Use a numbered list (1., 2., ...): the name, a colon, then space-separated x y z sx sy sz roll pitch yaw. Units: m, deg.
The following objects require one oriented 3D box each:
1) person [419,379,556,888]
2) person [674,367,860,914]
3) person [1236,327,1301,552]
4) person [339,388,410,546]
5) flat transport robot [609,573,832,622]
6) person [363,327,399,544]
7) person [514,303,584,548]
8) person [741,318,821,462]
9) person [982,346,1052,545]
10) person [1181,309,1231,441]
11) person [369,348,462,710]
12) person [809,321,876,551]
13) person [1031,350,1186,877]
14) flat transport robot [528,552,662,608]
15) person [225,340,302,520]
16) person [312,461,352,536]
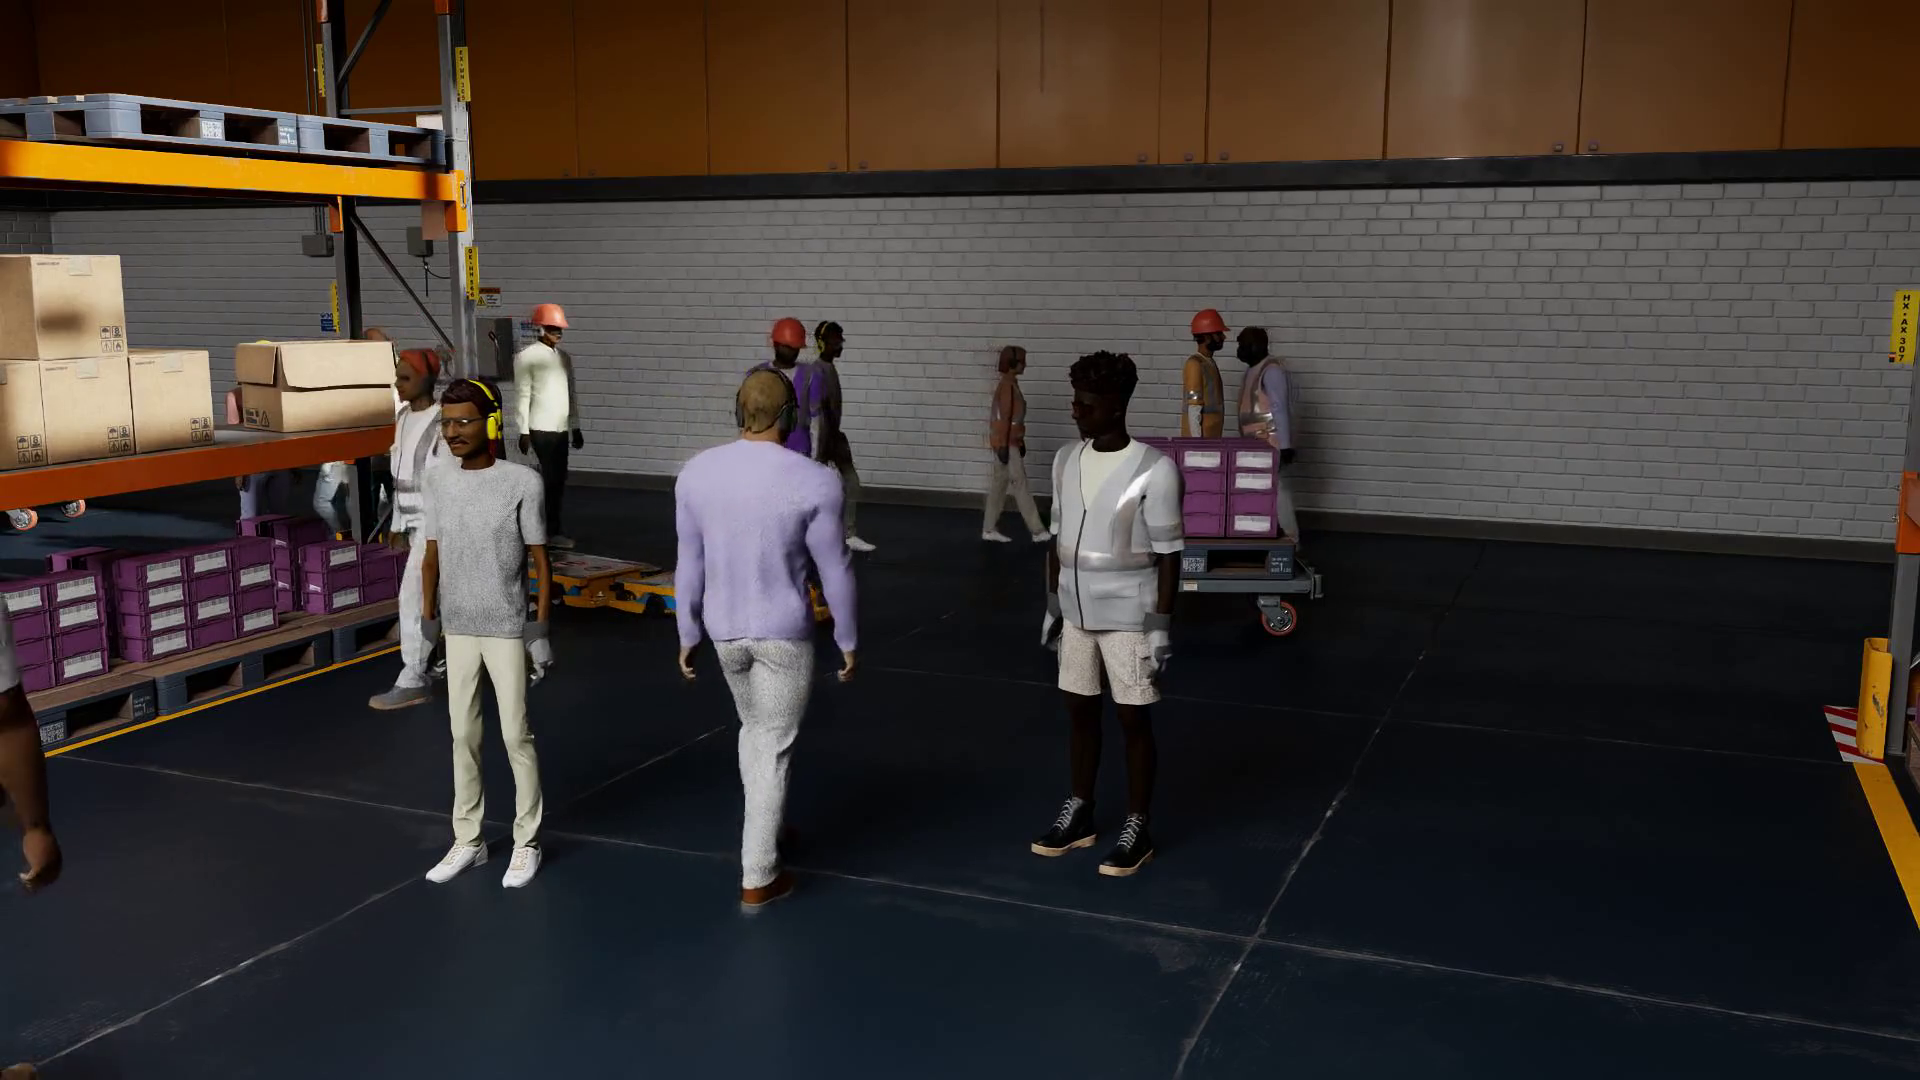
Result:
1. person: -1.740 0.346 6.082 0.539 1.864 0.313 2 10 12
2. person: -0.650 0.330 6.038 0.658 1.907 0.831 4 10 21
3. person: 2.343 -0.761 13.039 0.812 1.795 0.634 -1 9 -5
4. person: -3.953 -0.461 11.306 0.530 1.760 0.340 -6 11 -34
5. flat transport robot: -1.518 0.371 10.746 1.431 0.197 0.652 6 11 32
6. person: -4.304 -0.692 12.504 0.657 1.818 0.432 -3 10 -19
7. person: -3.274 -0.900 13.308 0.425 1.977 0.621 4 10 22
8. person: -1.262 -0.605 11.711 0.585 1.896 0.767 -1 9 -7
9. person: 0.498 -0.763 13.527 0.687 1.610 0.543 0 9 1
10. person: 1.872 -0.787 12.706 0.343 1.942 0.552 3 10 20
11. person: -2.706 -0.085 8.716 0.888 1.856 0.568 -8 12 -39
12. person: -0.947 -0.775 12.960 0.724 1.834 0.508 2 10 15
13. person: 0.554 0.270 6.241 0.373 1.962 0.605 -9 13 -44
14. flat transport robot: -2.751 0.250 11.479 1.431 0.197 0.652 7 12 36
15. person: -4.792 -0.496 11.501 0.320 1.763 0.522 6 11 31
16. person: -4.599 -0.567 12.324 0.326 1.624 0.527 3 10 15
